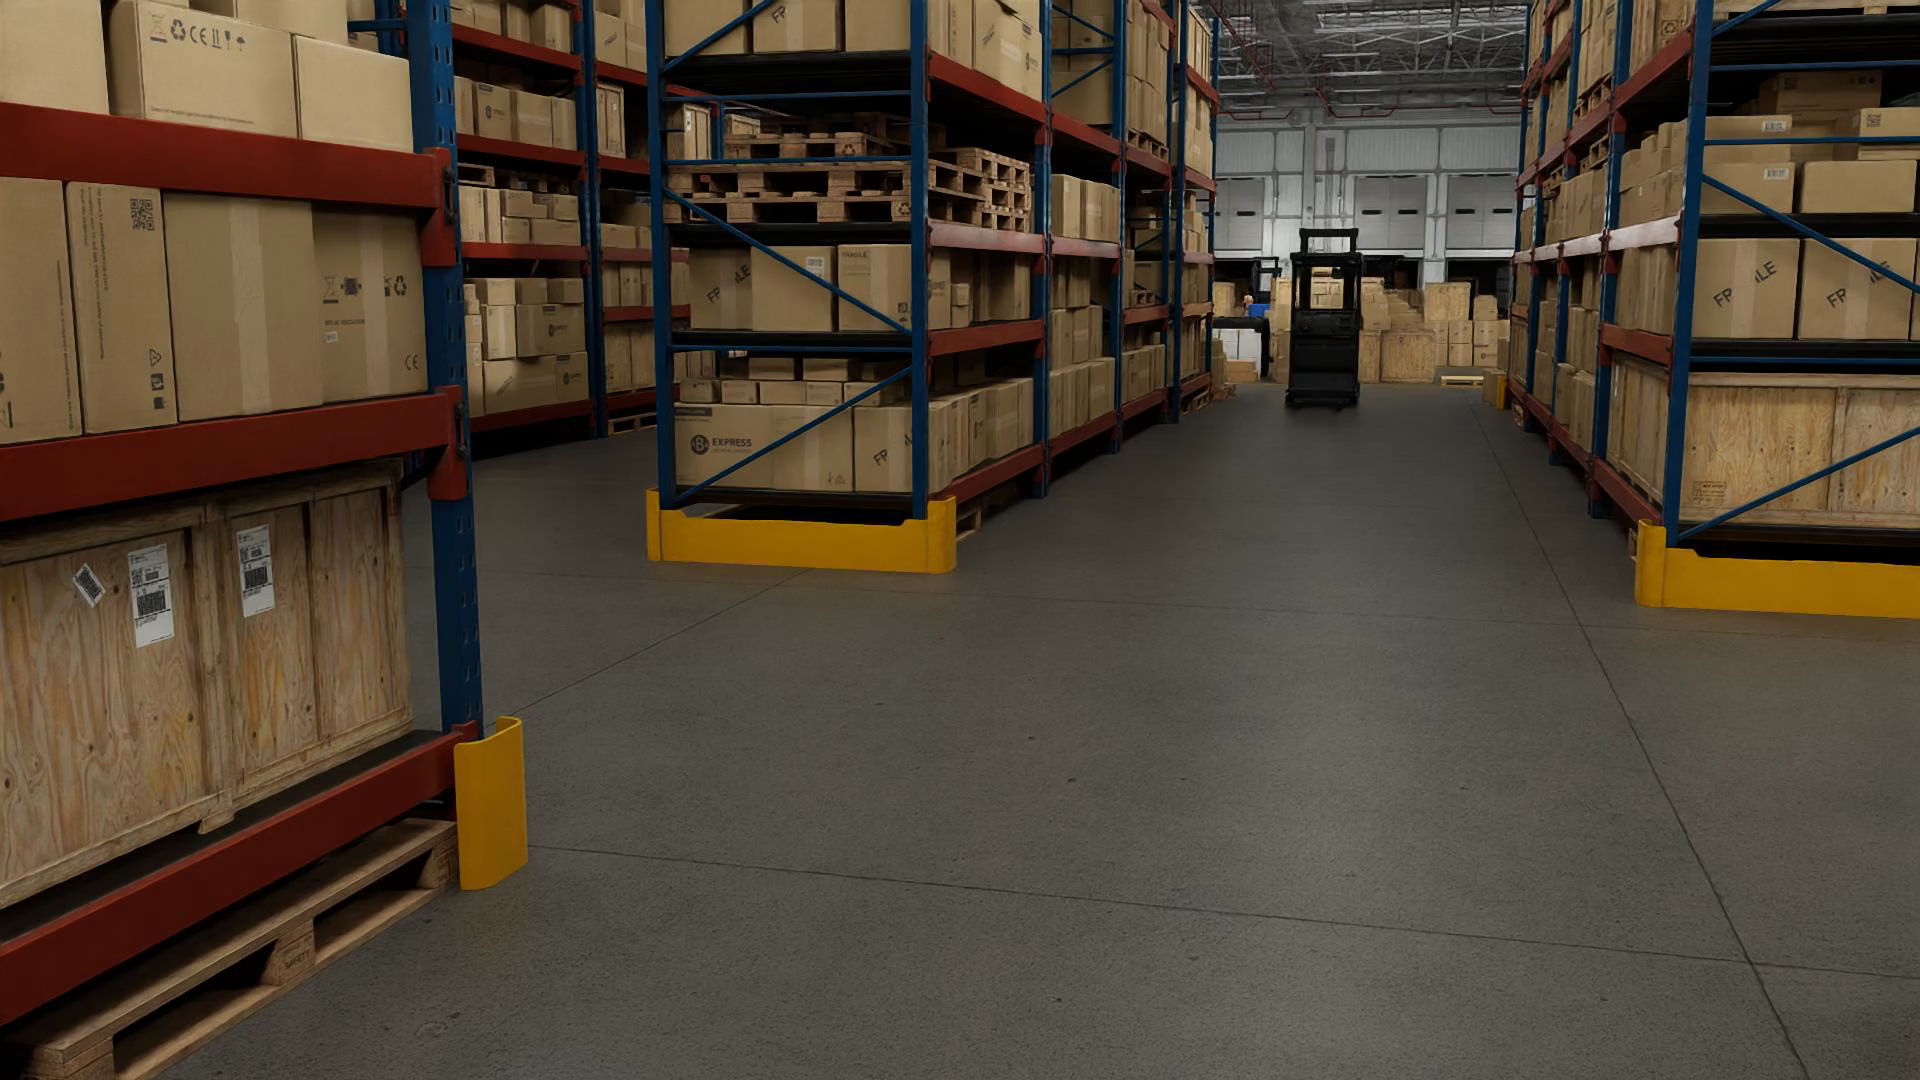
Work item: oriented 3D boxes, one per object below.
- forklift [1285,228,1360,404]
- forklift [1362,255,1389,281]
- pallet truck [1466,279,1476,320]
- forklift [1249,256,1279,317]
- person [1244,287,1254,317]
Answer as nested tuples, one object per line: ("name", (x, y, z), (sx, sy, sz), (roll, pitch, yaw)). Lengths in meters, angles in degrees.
("forklift", (5.957, -3.660, 27.028), (1.129, 2.768, 1.873), (2, 9, 15))
("forklift", (14.233, -8.404, 57.165), (1.129, 2.768, 1.873), (-2, 9, -13))
("pallet truck", (18.896, -8.459, 60.307), (1.885, 1.965, 0.823), (5, 10, 31))
("forklift", (11.321, -9.114, 61.676), (1.129, 2.768, 1.873), (2, 9, 15))
("person", (10.807, -8.565, 61.929), (0.535, 1.699, 0.318), (4, 10, 25))
